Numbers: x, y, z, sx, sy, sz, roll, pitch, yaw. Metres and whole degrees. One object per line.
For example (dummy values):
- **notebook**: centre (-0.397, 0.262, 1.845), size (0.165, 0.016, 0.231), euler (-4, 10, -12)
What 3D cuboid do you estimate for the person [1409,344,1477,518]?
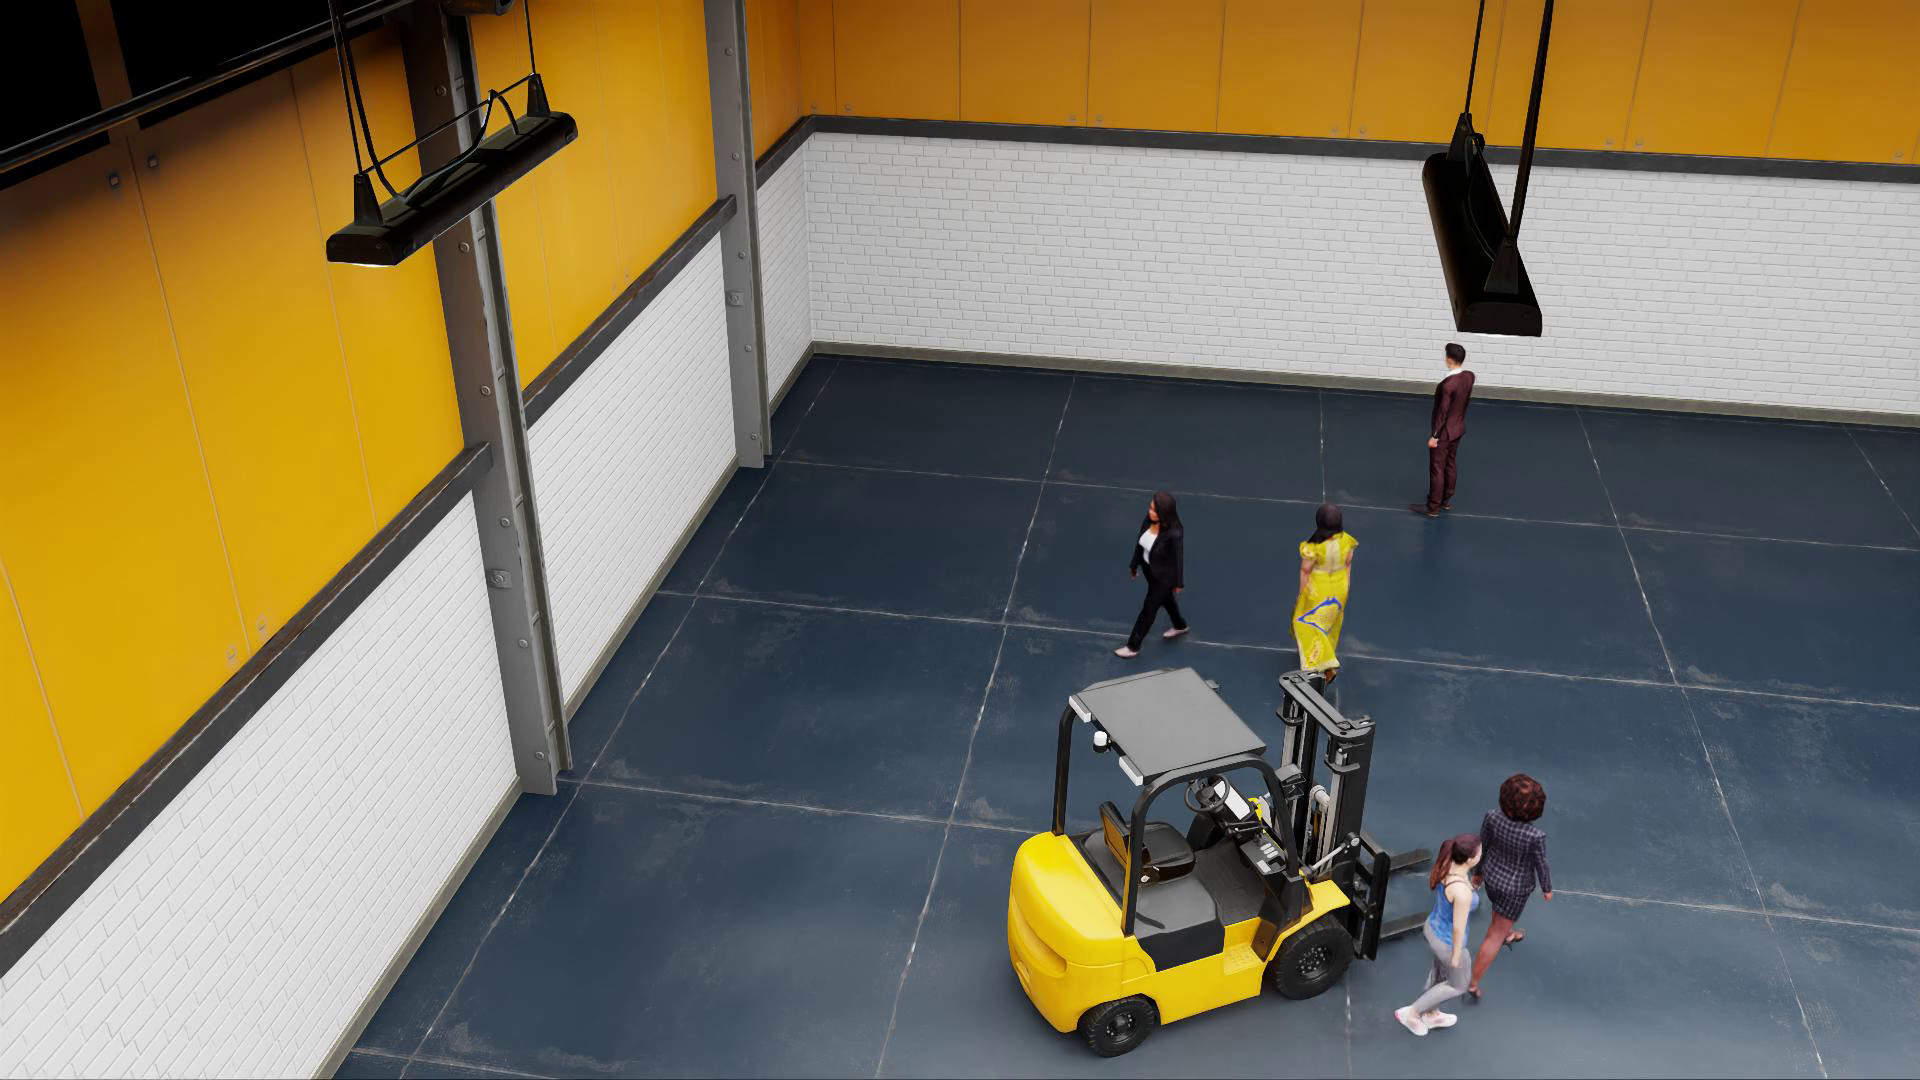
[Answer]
- **person**: centre (5.014, -1.138, 17.096), size (0.745, 1.865, 0.841), euler (-25, 37, -38)

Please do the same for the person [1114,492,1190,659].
- **person**: centre (1.844, 0.285, 14.795), size (1.159, 1.569, 1.135), euler (-16, 32, -27)

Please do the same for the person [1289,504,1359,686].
- **person**: centre (3.177, 0.494, 14.342), size (1.113, 1.637, 1.311), euler (-9, 30, -15)

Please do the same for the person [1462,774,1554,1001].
- **person**: centre (3.548, 2.339, 10.945), size (1.139, 1.650, 1.058), euler (-20, 34, -32)

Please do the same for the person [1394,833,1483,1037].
- **person**: centre (3.046, 2.544, 10.626), size (0.729, 1.596, 0.712), euler (-3, 29, -5)
